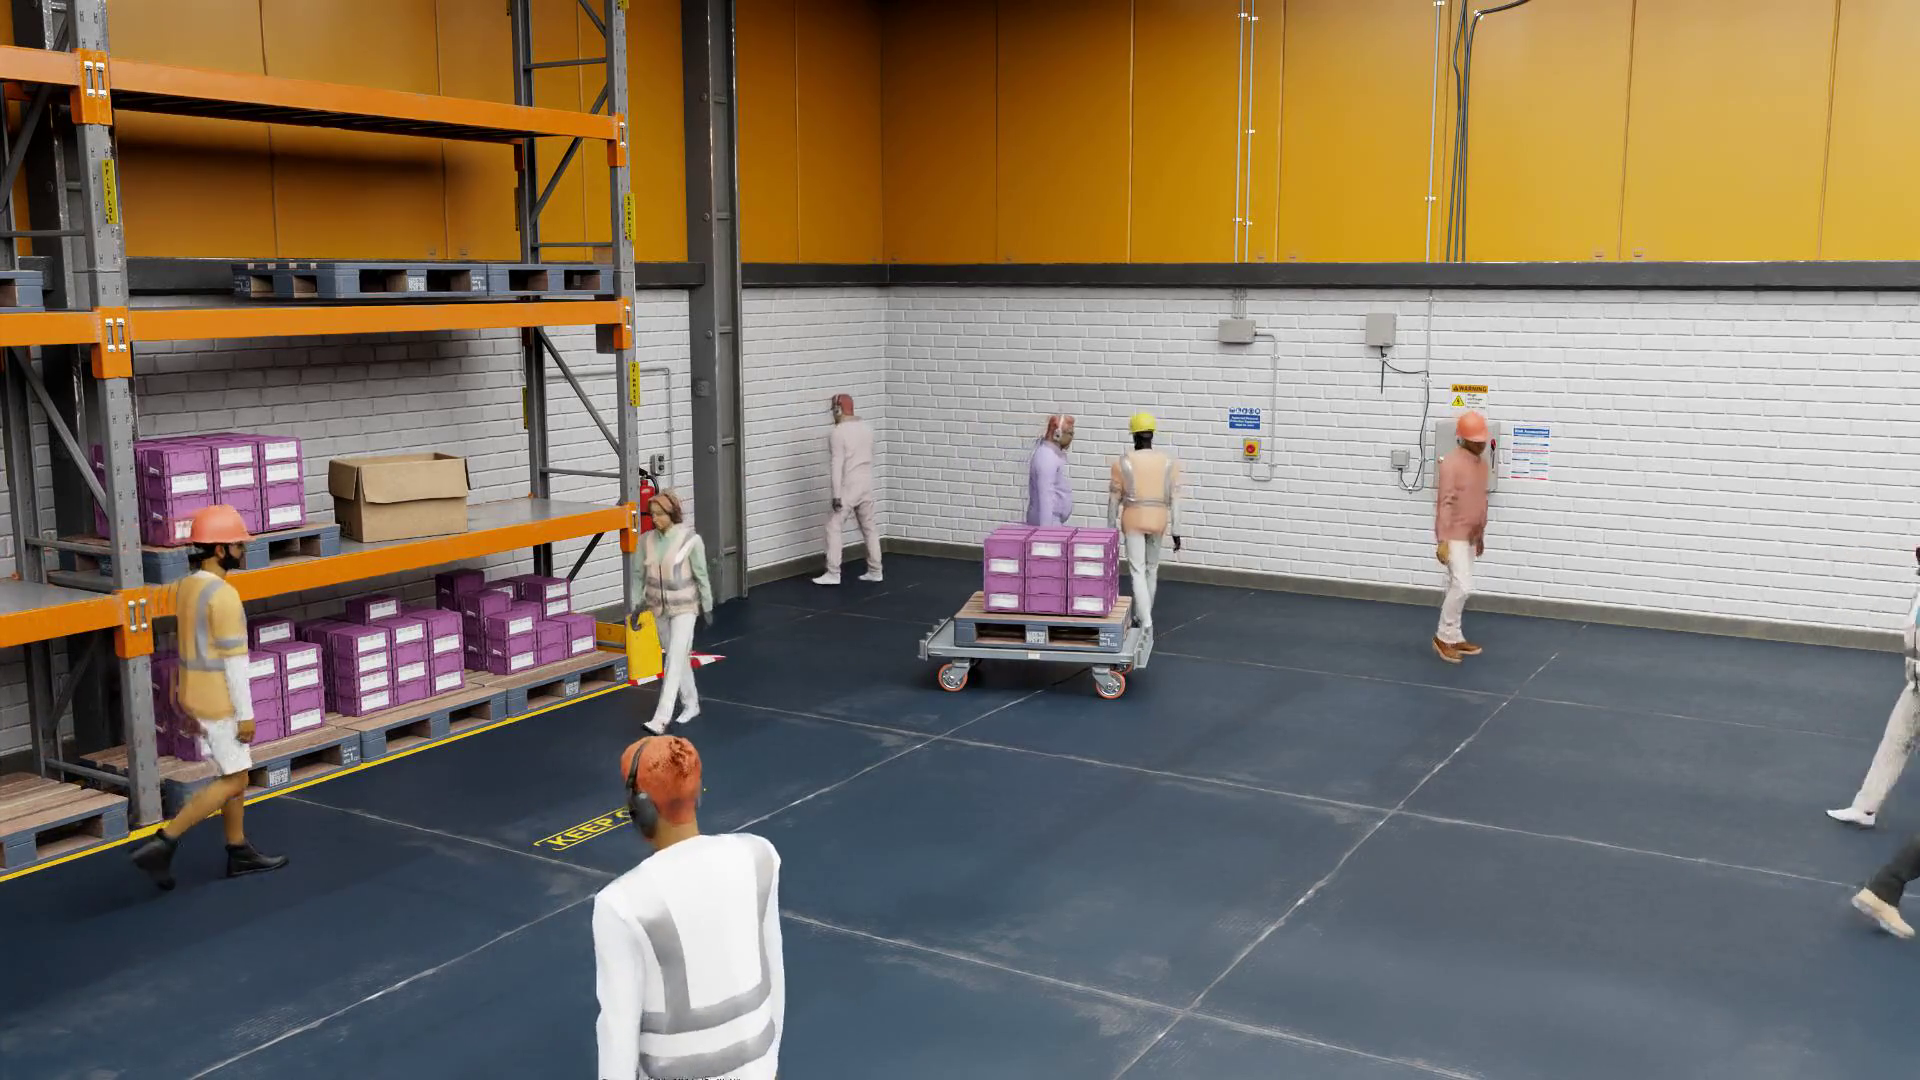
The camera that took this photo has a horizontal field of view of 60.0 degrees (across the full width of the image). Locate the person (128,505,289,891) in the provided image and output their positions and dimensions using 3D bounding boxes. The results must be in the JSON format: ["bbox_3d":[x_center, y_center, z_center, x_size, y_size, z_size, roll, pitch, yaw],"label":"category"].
[{"bbox_3d":[-3.704,0.788,8.123,0.686,1.918,0.538,-8,12,-40],"label":"person"}]

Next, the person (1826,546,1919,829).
[{"bbox_3d":[5.076,0.814,8.855,0.782,1.602,0.545,0,9,1],"label":"person"}]

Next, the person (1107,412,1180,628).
[{"bbox_3d":[1.556,-0.125,13.928,0.596,1.887,0.892,-2,9,-12],"label":"person"}]

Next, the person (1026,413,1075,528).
[{"bbox_3d":[0.712,-0.121,13.860,0.483,1.884,0.685,0,9,-2],"label":"person"}]

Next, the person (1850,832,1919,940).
[{"bbox_3d":[4.528,0.965,7.361,0.948,1.809,0.513,4,10,23],"label":"person"}]

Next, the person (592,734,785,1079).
[{"bbox_3d":[-0.736,1.426,4.324,0.718,1.860,0.470,-9,13,-43],"label":"person"}]

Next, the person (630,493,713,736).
[{"bbox_3d":[-1.939,0.491,10.939,0.531,1.586,0.861,4,10,24],"label":"person"}]

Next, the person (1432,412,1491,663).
[{"bbox_3d":[3.914,-0.016,12.957,0.449,1.965,0.723,9,13,44],"label":"person"}]

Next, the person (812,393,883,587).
[{"bbox_3d":[-1.060,-0.491,16.221,0.439,1.880,0.695,7,11,37],"label":"person"}]
